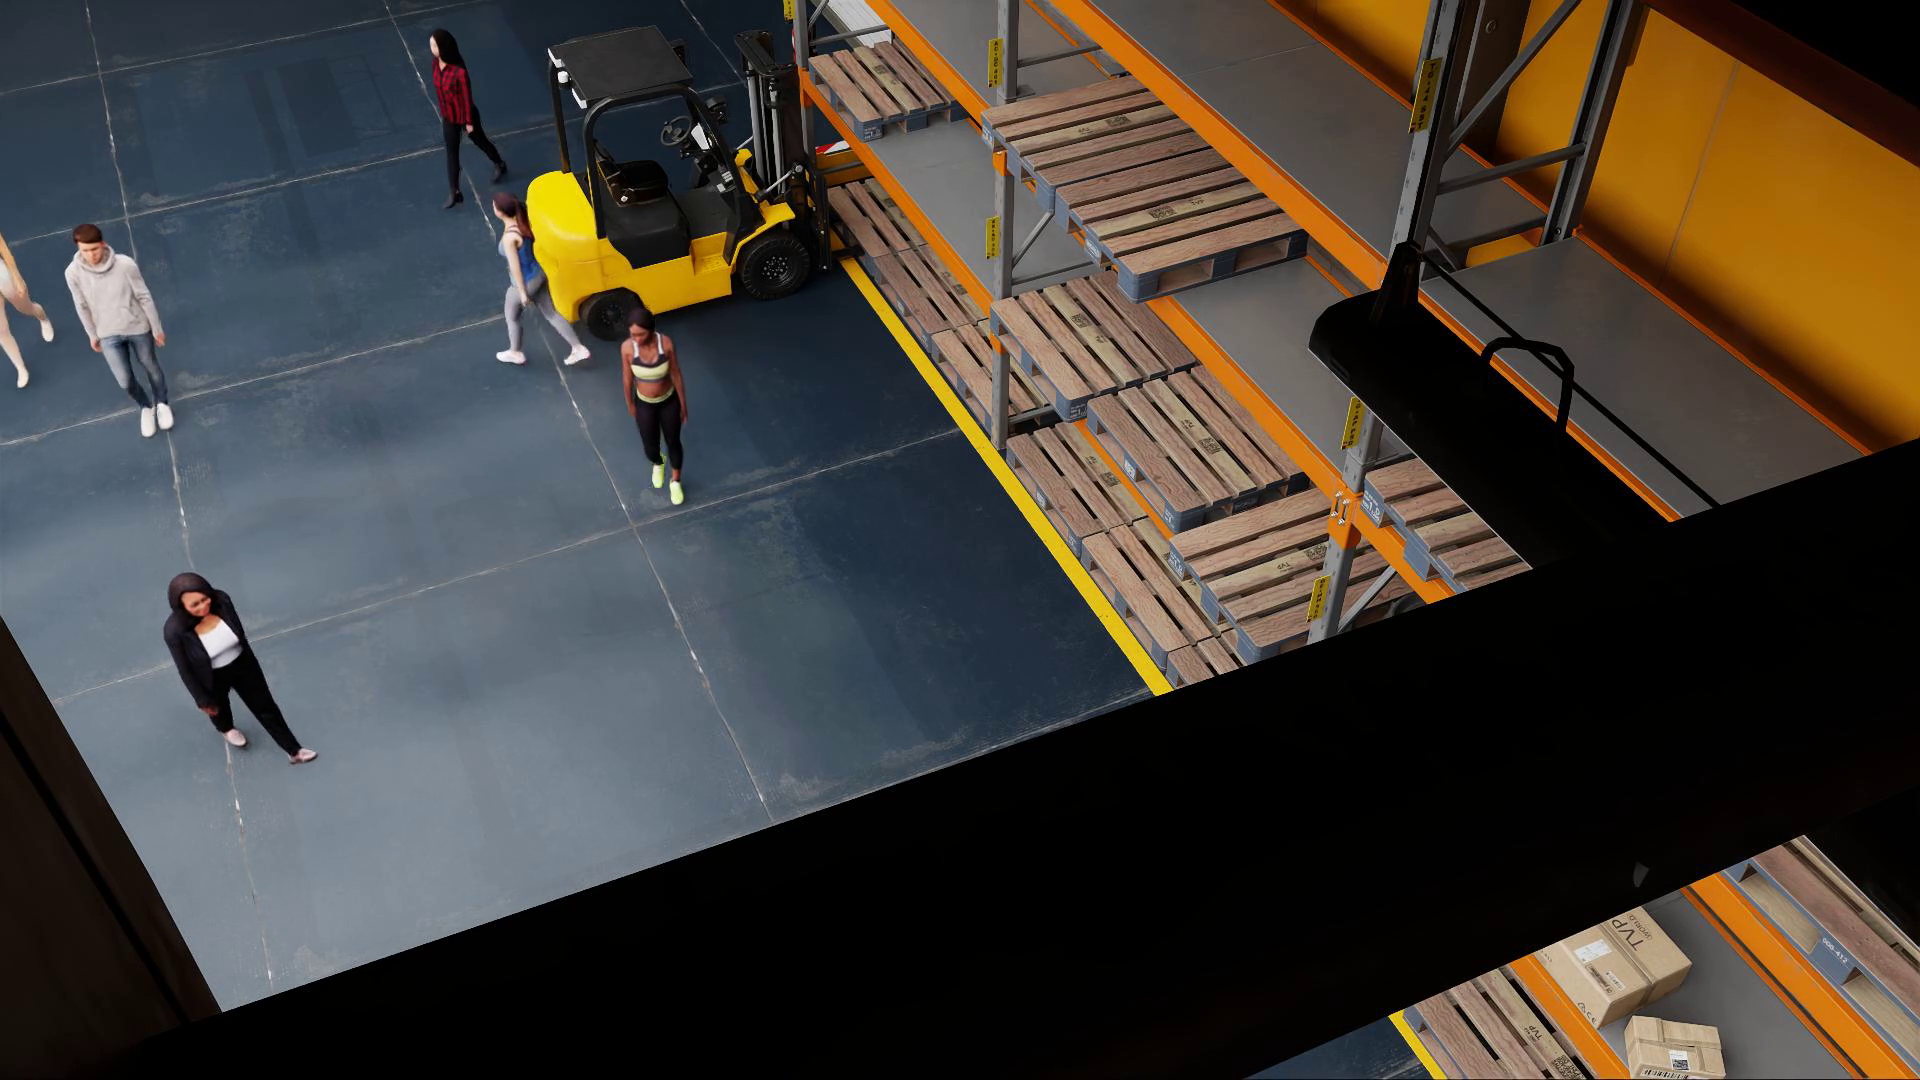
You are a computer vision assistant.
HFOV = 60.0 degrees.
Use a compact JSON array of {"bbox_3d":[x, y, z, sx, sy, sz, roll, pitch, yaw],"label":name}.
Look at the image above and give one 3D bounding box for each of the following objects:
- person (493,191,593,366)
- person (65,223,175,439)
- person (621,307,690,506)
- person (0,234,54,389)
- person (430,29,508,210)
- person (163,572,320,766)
[{"bbox_3d":[-3.346,-2.027,13.176,1.044,1.571,1.011,11,45,11],"label":"person"},{"bbox_3d":[-6.318,-1.654,12.587,0.711,1.842,0.649,-15,46,-15],"label":"person"},{"bbox_3d":[-2.181,-1.032,12.021,0.644,1.723,0.712,-9,44,-10],"label":"person"},{"bbox_3d":[-7.622,-2.085,13.206,0.712,1.613,1.076,-10,45,-10],"label":"person"},{"bbox_3d":[-4.451,-3.867,15.076,1.060,1.613,1.012,24,49,23],"label":"person"},{"bbox_3d":[-4.603,0.778,10.235,1.183,1.567,1.019,24,49,23],"label":"person"}]
